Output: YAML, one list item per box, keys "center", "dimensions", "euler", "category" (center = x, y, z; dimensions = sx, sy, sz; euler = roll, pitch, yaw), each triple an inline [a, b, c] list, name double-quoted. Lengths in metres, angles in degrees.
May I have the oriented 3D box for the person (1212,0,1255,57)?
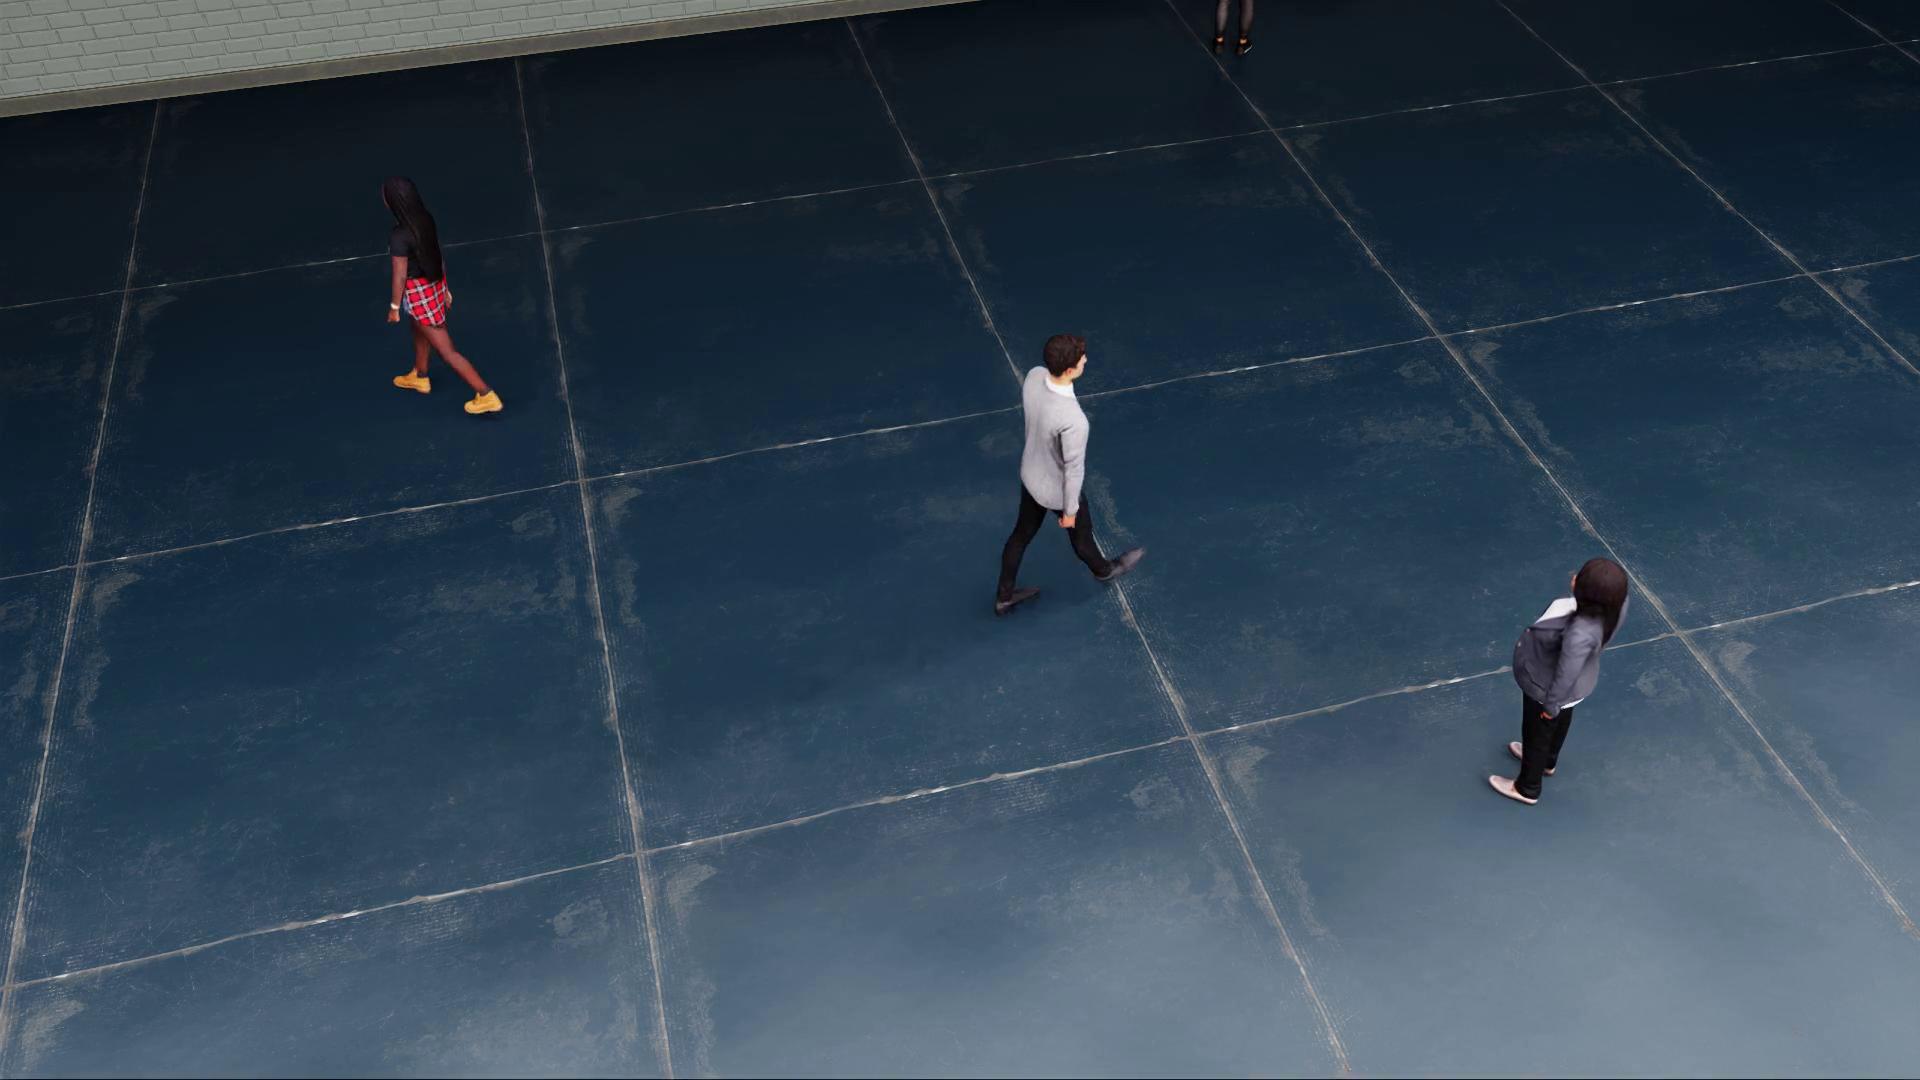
- center: [2.403, -5.024, 14.305]
  dimensions: [0.705, 1.722, 0.705]
  euler: [10, 44, 11]
  category: "person"

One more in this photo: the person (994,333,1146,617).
- center: [0.423, -0.299, 9.137]
  dimensions: [1.029, 1.870, 1.222]
  euler: [-22, 47, -22]
  category: "person"

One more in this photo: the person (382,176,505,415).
- center: [-3.322, -1.494, 10.548]
  dimensions: [0.928, 1.691, 1.087]
  euler: [5, 43, 6]
  category: "person"

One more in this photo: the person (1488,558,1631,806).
- center: [3.003, 0.690, 8.279]
  dimensions: [0.837, 1.595, 0.793]
  euler: [28, 50, 27]
  category: "person"
